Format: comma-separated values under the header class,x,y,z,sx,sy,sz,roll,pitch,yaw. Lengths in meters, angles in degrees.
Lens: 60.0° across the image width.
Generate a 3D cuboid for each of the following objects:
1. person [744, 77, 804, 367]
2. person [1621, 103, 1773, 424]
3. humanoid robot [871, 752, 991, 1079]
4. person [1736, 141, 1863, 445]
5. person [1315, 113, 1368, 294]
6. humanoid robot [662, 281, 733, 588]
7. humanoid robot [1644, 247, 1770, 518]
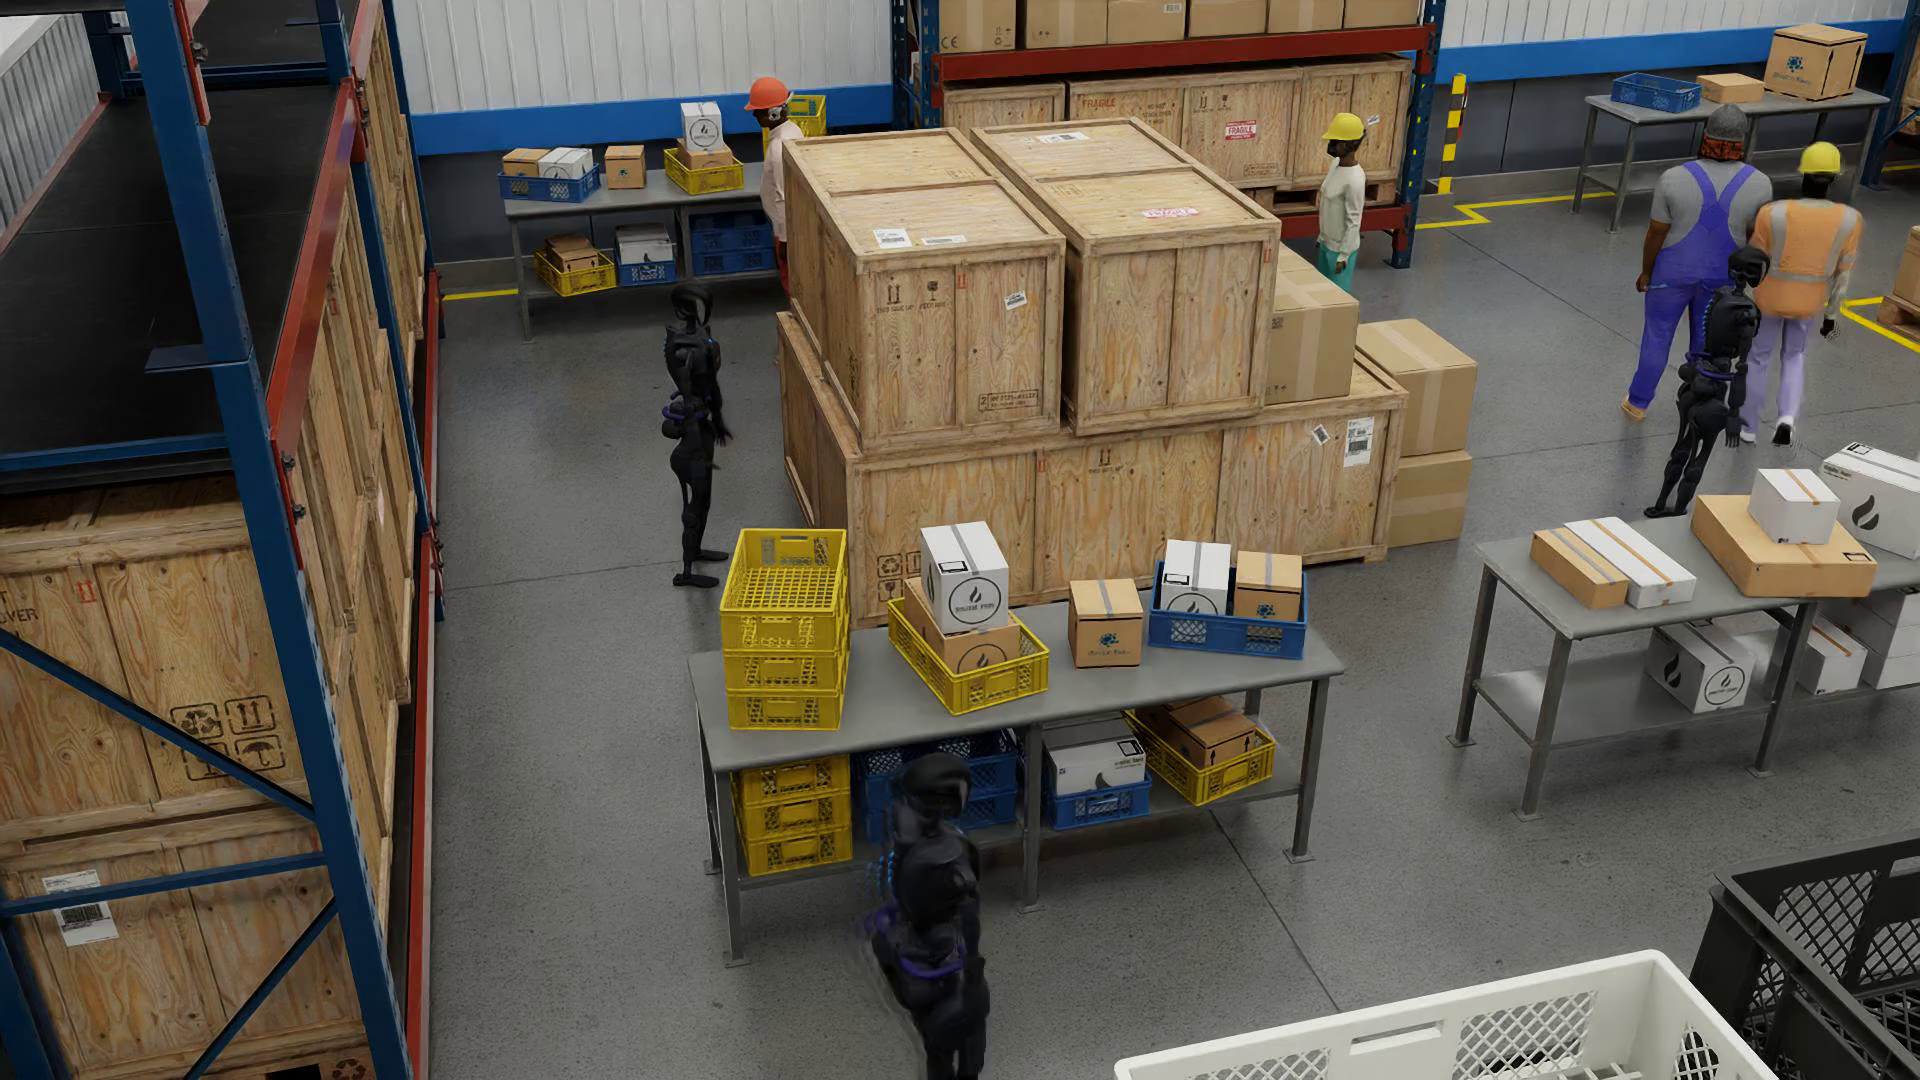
class,x,y,z,sx,sy,sz,roll,pitch,yaw
person,-1.191,-2.128,11.218,0.430,1.977,0.599,0,29,0
person,4.579,-1.711,10.388,0.688,2.000,0.539,5,29,9
humanoid robot,-0.120,1.358,5.209,0.486,1.644,0.591,-15,32,-25
person,4.993,-1.444,10.038,0.590,1.905,0.464,6,29,11
person,2.509,-1.978,11.153,0.310,1.768,0.528,-3,29,-6
humanoid robot,-1.372,-0.556,8.665,0.333,1.649,0.576,2,29,4
humanoid robot,4.116,-0.802,9.112,0.329,1.651,0.578,2,29,3
